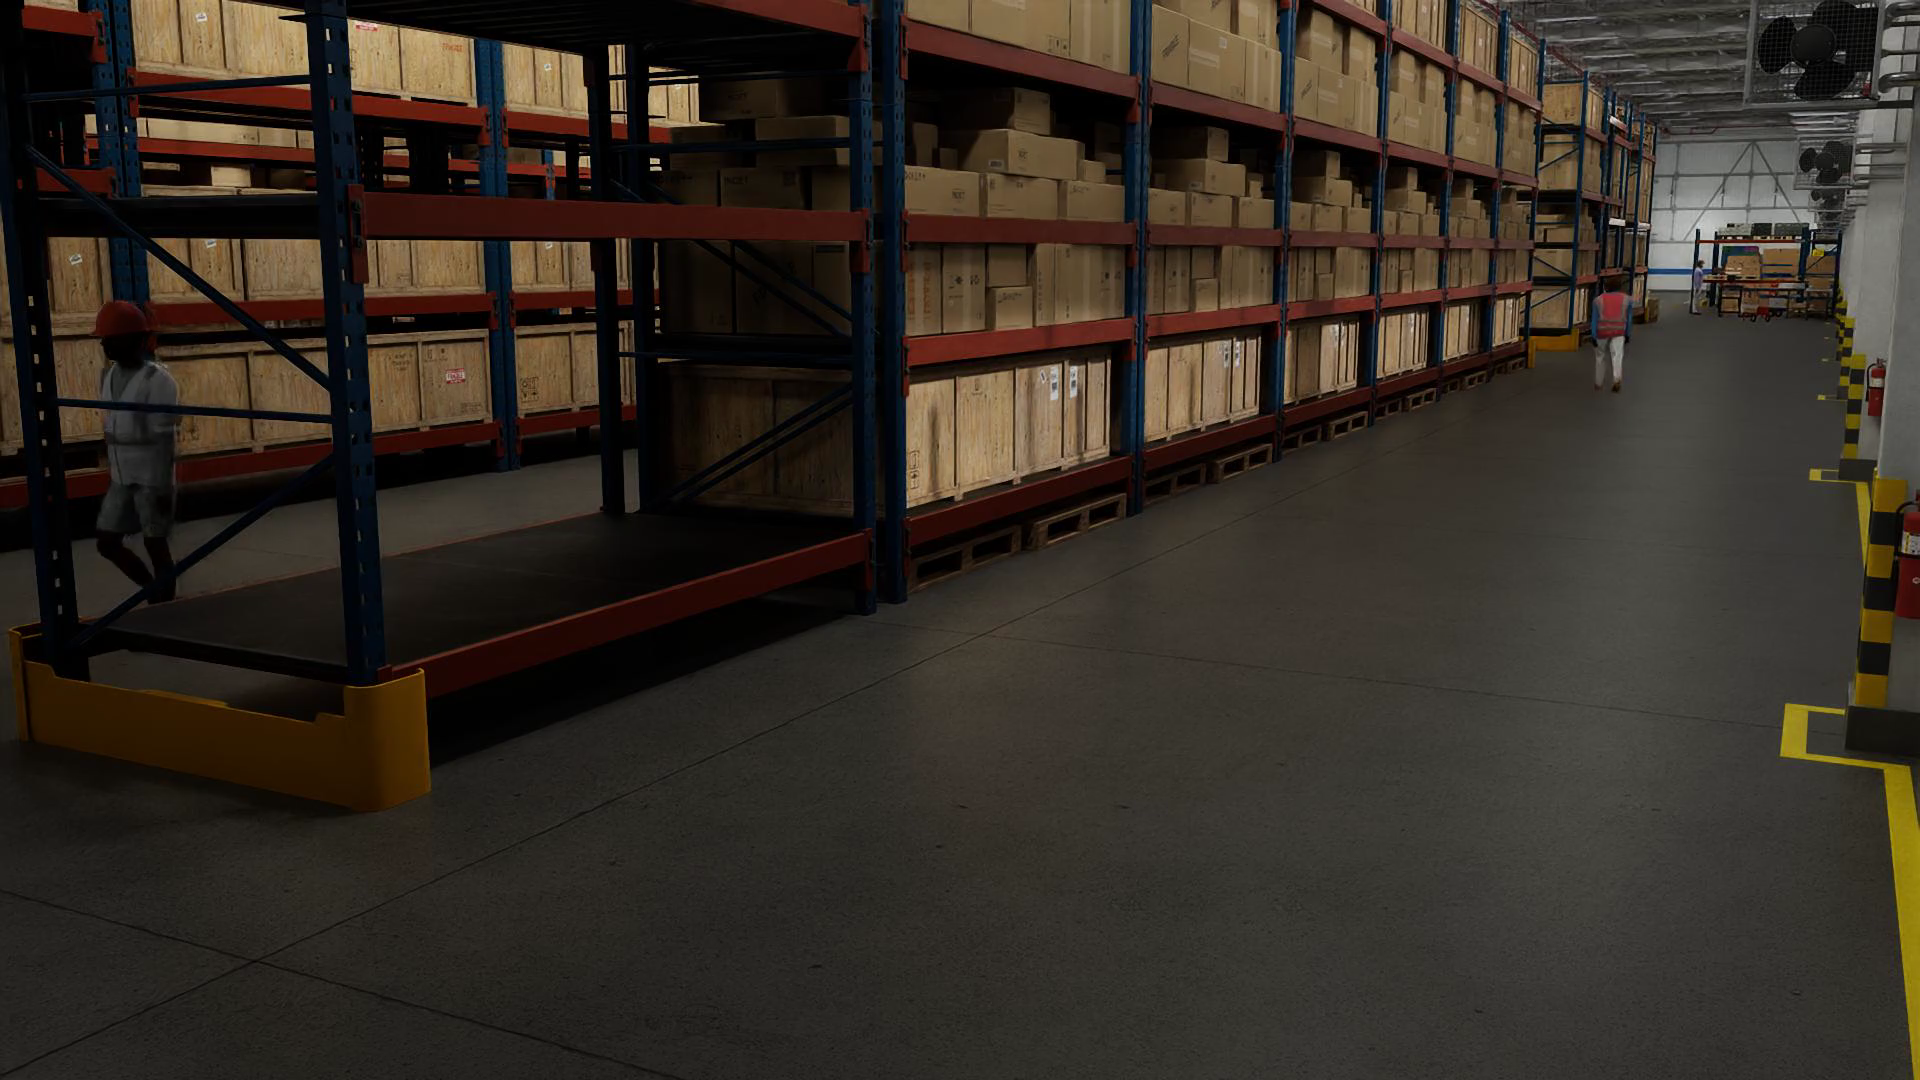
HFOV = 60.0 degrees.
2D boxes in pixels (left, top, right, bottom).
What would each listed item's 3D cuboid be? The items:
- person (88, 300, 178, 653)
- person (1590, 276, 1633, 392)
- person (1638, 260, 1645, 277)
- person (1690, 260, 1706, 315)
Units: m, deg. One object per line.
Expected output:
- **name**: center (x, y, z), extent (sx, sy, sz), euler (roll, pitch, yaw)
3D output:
- **person**: center (-4.482, -0.337, 9.052), extent (0.571, 1.923, 0.398), euler (5, 11, 25)
- **person**: center (10.248, -3.238, 26.186), extent (0.624, 1.815, 0.841), euler (3, 10, 16)
- **person**: center (33.704, -12.975, 82.188), extent (0.372, 1.940, 0.630), euler (5, 11, 27)
- **person**: center (25.838, -8.813, 58.199), extent (0.380, 1.932, 0.657), euler (6, 12, 32)
